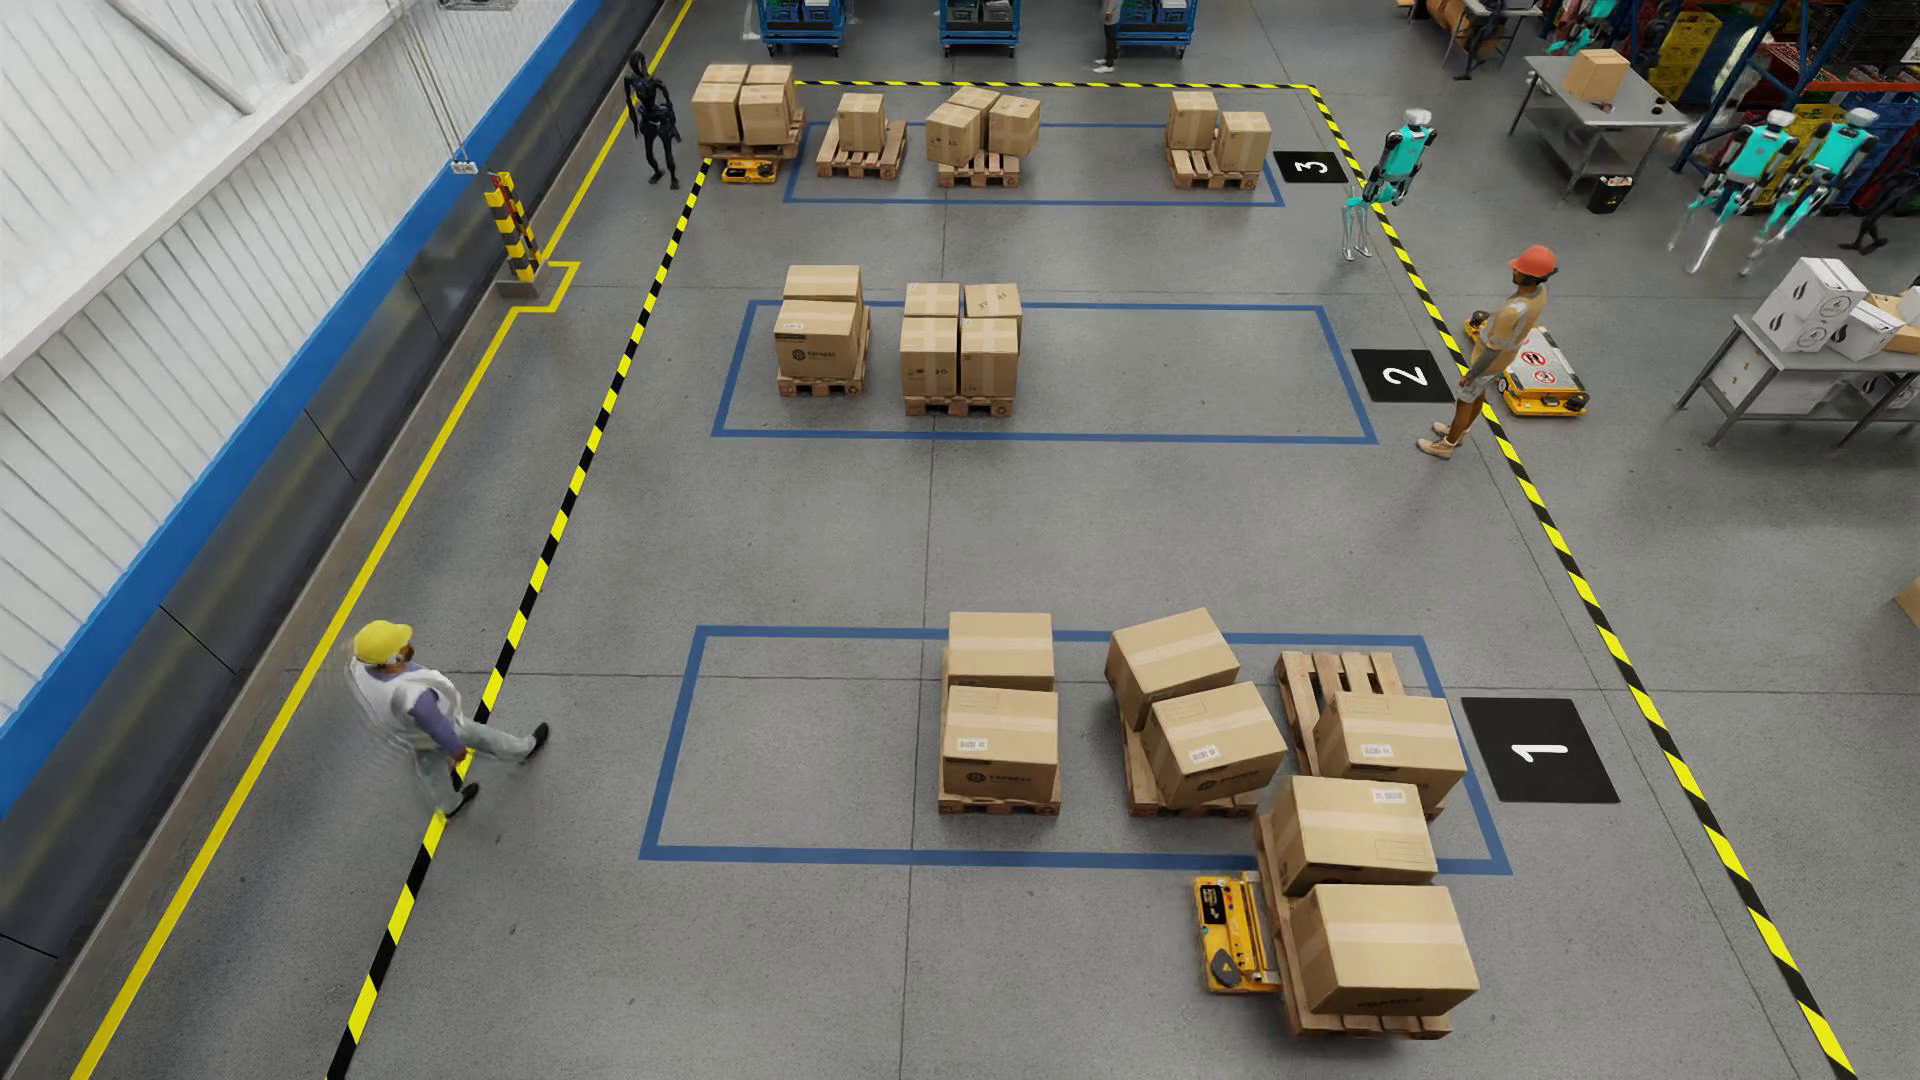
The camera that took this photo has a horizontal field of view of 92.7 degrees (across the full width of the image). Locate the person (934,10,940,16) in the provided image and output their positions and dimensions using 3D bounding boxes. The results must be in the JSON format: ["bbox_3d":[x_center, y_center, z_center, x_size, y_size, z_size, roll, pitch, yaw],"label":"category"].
[{"bbox_3d":[-0.067,-9.478,14.706,0.775,1.831,0.564,-18,52,-15],"label":"person"}]

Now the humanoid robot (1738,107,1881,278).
[{"bbox_3d":[8.808,-3.564,9.681,1.010,1.760,0.538,-31,56,-24],"label":"humanoid robot"}]

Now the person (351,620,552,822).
[{"bbox_3d":[-3.171,1.027,5.633,0.606,1.790,0.889,20,52,17],"label":"person"}]

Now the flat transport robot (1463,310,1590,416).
[{"bbox_3d":[5.573,-1.757,9.054,0.659,0.231,1.431,1,49,1],"label":"flat transport robot"}]

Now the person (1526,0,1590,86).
[{"bbox_3d":[8.596,-7.423,12.876,0.385,1.910,0.590,23,53,19],"label":"person"}]

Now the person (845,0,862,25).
[{"bbox_3d":[-1.839,-8.850,14.233,0.647,1.718,0.494,8,50,7],"label":"person"}]

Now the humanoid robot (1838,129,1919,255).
[{"bbox_3d":[10.303,-3.893,9.968,0.407,1.642,0.603,7,49,6],"label":"humanoid robot"}]

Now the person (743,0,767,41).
[{"bbox_3d":[-3.050,-8.683,14.022,0.966,1.823,0.510,-17,51,-14],"label":"person"}]

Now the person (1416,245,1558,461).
[{"bbox_3d":[4.420,-1.535,7.691,0.613,2.041,0.375,-35,58,-27],"label":"person"}]

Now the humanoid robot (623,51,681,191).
[{"bbox_3d":[-3.630,-4.968,10.907,0.590,1.645,0.363,5,49,4],"label":"humanoid robot"}]

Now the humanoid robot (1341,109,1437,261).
[{"bbox_3d":[4.471,-3.850,9.803,0.533,1.681,0.735,-11,50,-9],"label":"humanoid robot"}]

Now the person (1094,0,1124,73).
[{"bbox_3d":[2.148,-7.725,13.172,0.398,1.850,0.596,8,50,7],"label":"person"}]

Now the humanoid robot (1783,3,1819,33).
[{"bbox_3d":[12.090,-7.612,13.193,0.390,1.639,0.600,-2,49,-2],"label":"humanoid robot"}]

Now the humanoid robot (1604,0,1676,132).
[{"bbox_3d":[8.924,-6.204,11.982,0.420,1.636,0.613,16,51,13],"label":"humanoid robot"}]

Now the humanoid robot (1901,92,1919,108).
[{"bbox_3d":[12.116,-5.639,11.429,1.014,1.724,0.551,9,50,7],"label":"humanoid robot"}]

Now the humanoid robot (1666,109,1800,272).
[{"bbox_3d":[8.313,-3.810,9.893,0.531,1.803,0.791,28,55,22],"label":"humanoid robot"}]

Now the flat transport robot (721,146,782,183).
[{"bbox_3d":[-2.653,-5.092,11.922,0.652,0.197,1.431,1,49,1],"label":"flat transport robot"}]

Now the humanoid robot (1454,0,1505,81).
[{"bbox_3d":[7.539,-7.408,13.019,0.427,1.643,0.607,-1,49,-1],"label":"humanoid robot"}]

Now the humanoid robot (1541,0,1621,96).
[{"bbox_3d":[8.490,-7.019,12.693,0.553,1.861,0.781,-14,51,-12],"label":"humanoid robot"}]

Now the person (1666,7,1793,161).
[{"bbox_3d":[9.501,-5.622,11.378,0.611,1.815,0.651,12,50,10],"label":"person"}]

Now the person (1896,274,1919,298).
[{"bbox_3d":[10.364,-3.163,9.238,0.336,1.838,0.505,-26,54,-21],"label":"person"}]

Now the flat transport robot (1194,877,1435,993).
[{"bbox_3d":[2.178,2.344,5.486,1.431,0.197,0.652,1,49,1],"label":"flat transport robot"}]
